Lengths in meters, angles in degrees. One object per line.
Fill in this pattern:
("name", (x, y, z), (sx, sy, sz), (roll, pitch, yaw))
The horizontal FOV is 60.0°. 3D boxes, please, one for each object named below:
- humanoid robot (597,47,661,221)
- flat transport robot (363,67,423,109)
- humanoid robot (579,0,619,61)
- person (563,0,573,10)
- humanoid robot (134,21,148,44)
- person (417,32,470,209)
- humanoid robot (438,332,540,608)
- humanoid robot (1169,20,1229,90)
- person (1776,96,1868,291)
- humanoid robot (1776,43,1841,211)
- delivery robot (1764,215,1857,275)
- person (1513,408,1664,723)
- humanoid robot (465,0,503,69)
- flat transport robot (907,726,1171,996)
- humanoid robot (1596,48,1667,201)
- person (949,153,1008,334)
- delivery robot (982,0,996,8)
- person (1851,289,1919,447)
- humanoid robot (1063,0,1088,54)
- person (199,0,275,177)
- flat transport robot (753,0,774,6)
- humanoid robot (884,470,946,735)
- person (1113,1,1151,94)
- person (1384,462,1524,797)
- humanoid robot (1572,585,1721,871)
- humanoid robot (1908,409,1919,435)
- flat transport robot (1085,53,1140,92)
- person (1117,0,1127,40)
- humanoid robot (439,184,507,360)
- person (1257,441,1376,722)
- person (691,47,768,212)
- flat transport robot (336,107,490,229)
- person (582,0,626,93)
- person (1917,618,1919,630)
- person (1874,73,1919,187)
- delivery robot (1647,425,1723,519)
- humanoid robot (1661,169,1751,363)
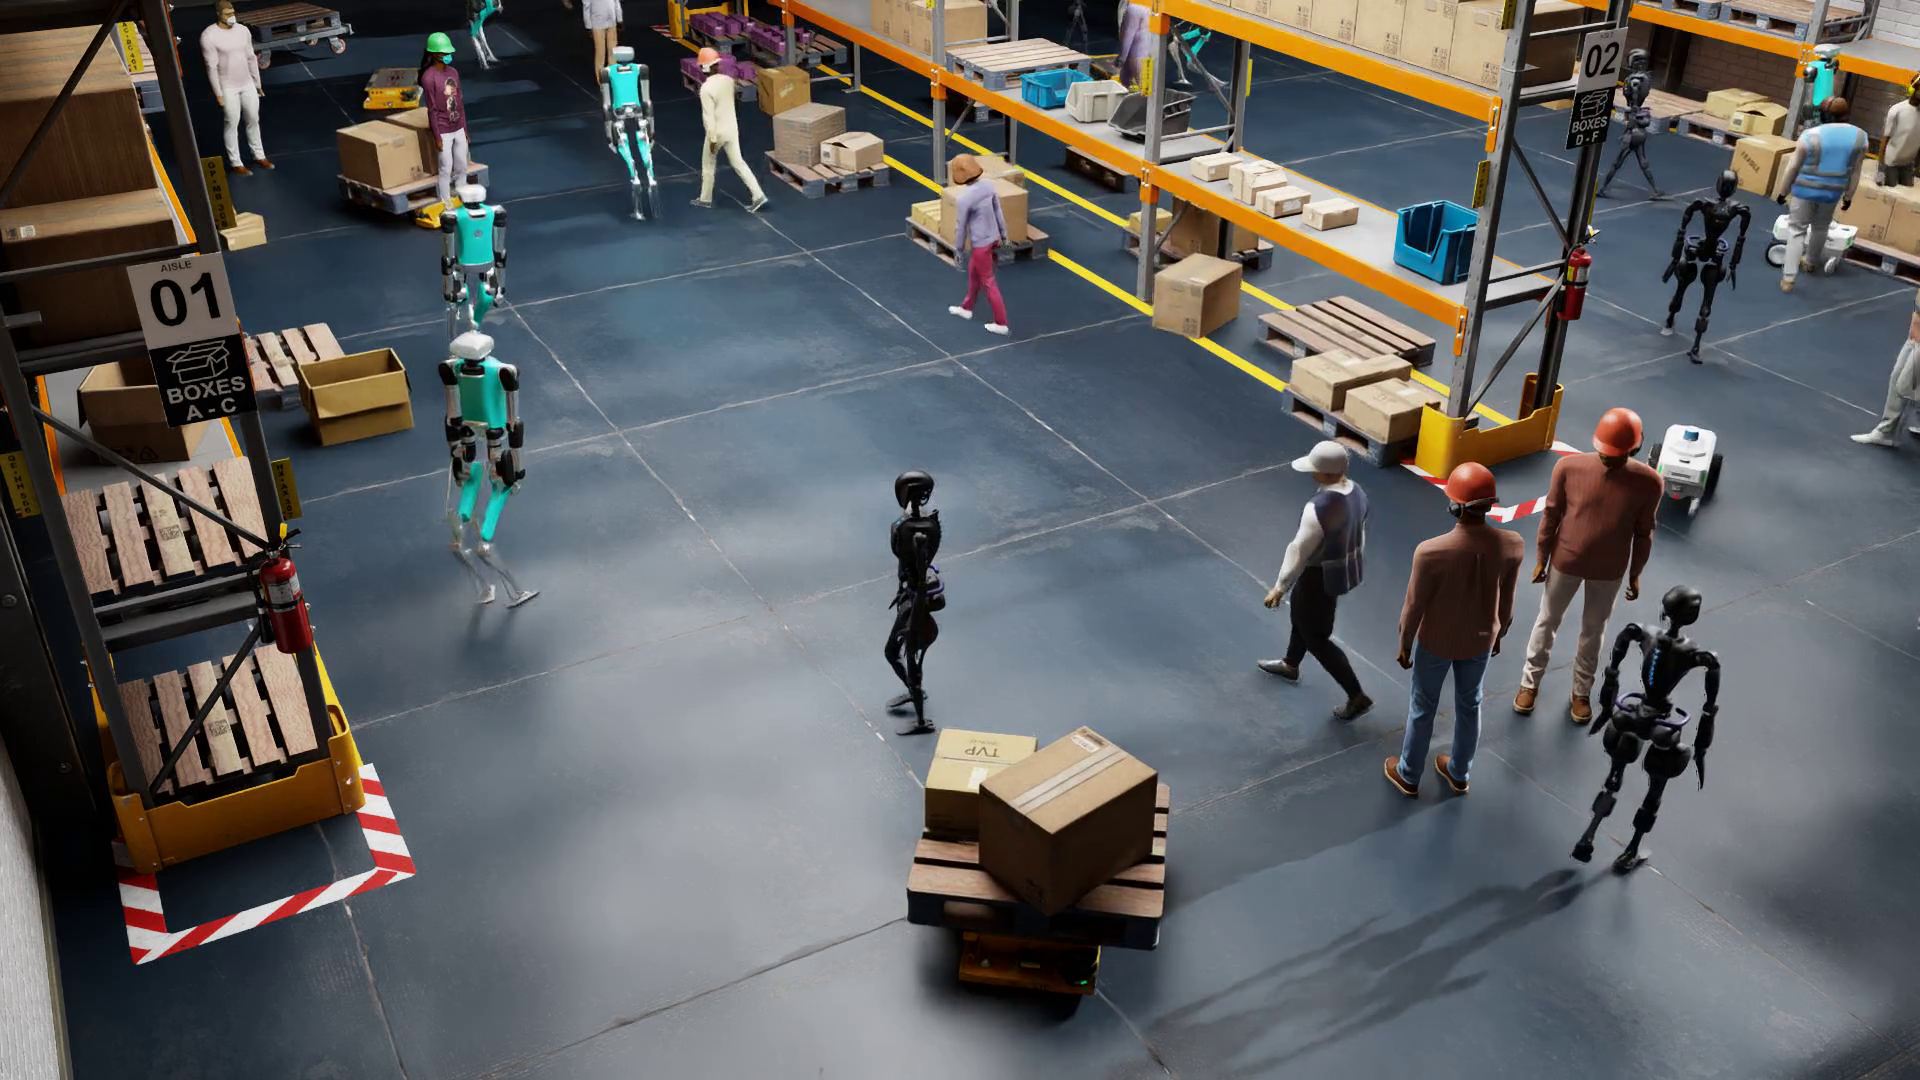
("humanoid robot", (-3.344, -4.094, 17.112), (0.533, 1.812, 0.744), (-13, 32, -22))
("flat transport robot", (-7.344, -5.898, 21.678), (0.659, 0.231, 1.431), (-5, 30, -8))
("humanoid robot", (-5.028, -7.512, 23.079), (0.414, 1.644, 0.611), (19, 35, 29))
("person", (-5.903, -9.088, 25.670), (0.647, 1.819, 0.631), (-10, 31, -17))
("humanoid robot", (-10.583, -6.702, 21.673), (0.613, 1.642, 0.592), (23, 37, 34))
("person", (-5.266, -4.235, 17.110), (0.431, 1.944, 0.484), (15, 33, 24))
("humanoid robot", (-3.081, -0.384, 10.602), (0.566, 1.758, 0.784), (7, 31, 11))
("humanoid robot", (3.073, -6.691, 21.573), (0.963, 1.742, 0.530), (5, 30, 8))
("person", (7.985, -3.296, 15.616), (0.655, 1.793, 0.760), (1, 30, 2))
("humanoid robot", (9.066, -4.204, 17.264), (0.545, 1.742, 0.954), (-21, 36, -32))
("delivery robot", (8.290, -2.927, 16.209), (0.747, 0.586, 0.521), (18, 34, 28))
("person", (3.570, 0.144, 9.439), (0.611, 1.984, 0.398), (10, 31, 17))
("humanoid robot", (-6.574, -7.280, 22.690), (0.766, 1.866, 0.544), (19, 35, 29))
("flat transport robot", (0.425, 1.709, 8.434), (0.659, 0.231, 1.431), (5, 30, 8))
("humanoid robot", (7.254, -4.411, 17.741), (0.832, 1.615, 0.585), (11, 32, 19))
("person", (0.123, -2.623, 14.638), (0.780, 1.580, 0.539), (17, 34, 27))
("delivery robot", (0.158, -8.652, 26.202), (0.790, 0.613, 0.499), (-8, 31, -14))
("person", (7.292, -1.533, 12.436), (0.636, 1.901, 0.594), (9, 31, 15))
("humanoid robot", (1.614, -7.397, 22.879), (0.530, 1.634, 0.610), (3, 30, 5))
("person", (-8.065, -5.051, 18.542), (0.370, 1.932, 0.633), (17, 34, 28))
("flat transport robot", (-3.216, -8.814, 26.753), (1.431, 0.231, 0.659), (19, 35, 29))
("humanoid robot", (-0.266, 0.370, 9.349), (0.352, 1.655, 0.604), (-5, 30, -9))
("person", (2.042, -5.919, 20.120), (0.968, 1.857, 0.659), (7, 31, 12))
("person", (2.607, 0.501, 8.820), (0.610, 1.986, 0.402), (-4, 30, -7))
("humanoid robot", (3.410, 0.985, 8.275), (0.613, 1.643, 0.446), (25, 38, 37))
("humanoid robot", (7.520, -1.605, 12.712), (0.674, 1.779, 0.550), (11, 32, 19))
("flat transport robot", (2.113, -6.277, 22.337), (0.659, 0.231, 1.431), (-9, 31, -15))
("person", (2.528, -8.187, 24.040), (0.571, 1.888, 0.386), (-19, 35, -30))
("humanoid robot", (-4.084, -2.153, 13.713), (0.580, 1.757, 0.979), (-20, 35, -30))
("person", (2.123, 0.222, 9.571), (0.804, 1.720, 0.737), (21, 36, 32))
("person", (-2.466, -4.288, 17.434), (0.869, 1.705, 0.593), (16, 33, 25))
("flat transport robot", (-5.773, -3.612, 17.698), (1.431, 0.231, 0.659), (22, 36, 33))
("person", (-4.638, -6.747, 21.663), (0.350, 1.745, 0.595), (21, 36, 32))
("person", (6.447, -0.383, 10.436), (0.618, 1.911, 1.023), (13, 32, 22))
("person", (9.136, -3.659, 16.193), (0.568, 1.838, 0.436), (-8, 31, -14))
("delivery robot", (5.253, -0.547, 12.062), (0.499, 0.581, 0.777), (14, 33, 23))
("humanoid robot", (6.360, -2.402, 14.237), (0.591, 1.629, 0.827), (6, 30, 10))
